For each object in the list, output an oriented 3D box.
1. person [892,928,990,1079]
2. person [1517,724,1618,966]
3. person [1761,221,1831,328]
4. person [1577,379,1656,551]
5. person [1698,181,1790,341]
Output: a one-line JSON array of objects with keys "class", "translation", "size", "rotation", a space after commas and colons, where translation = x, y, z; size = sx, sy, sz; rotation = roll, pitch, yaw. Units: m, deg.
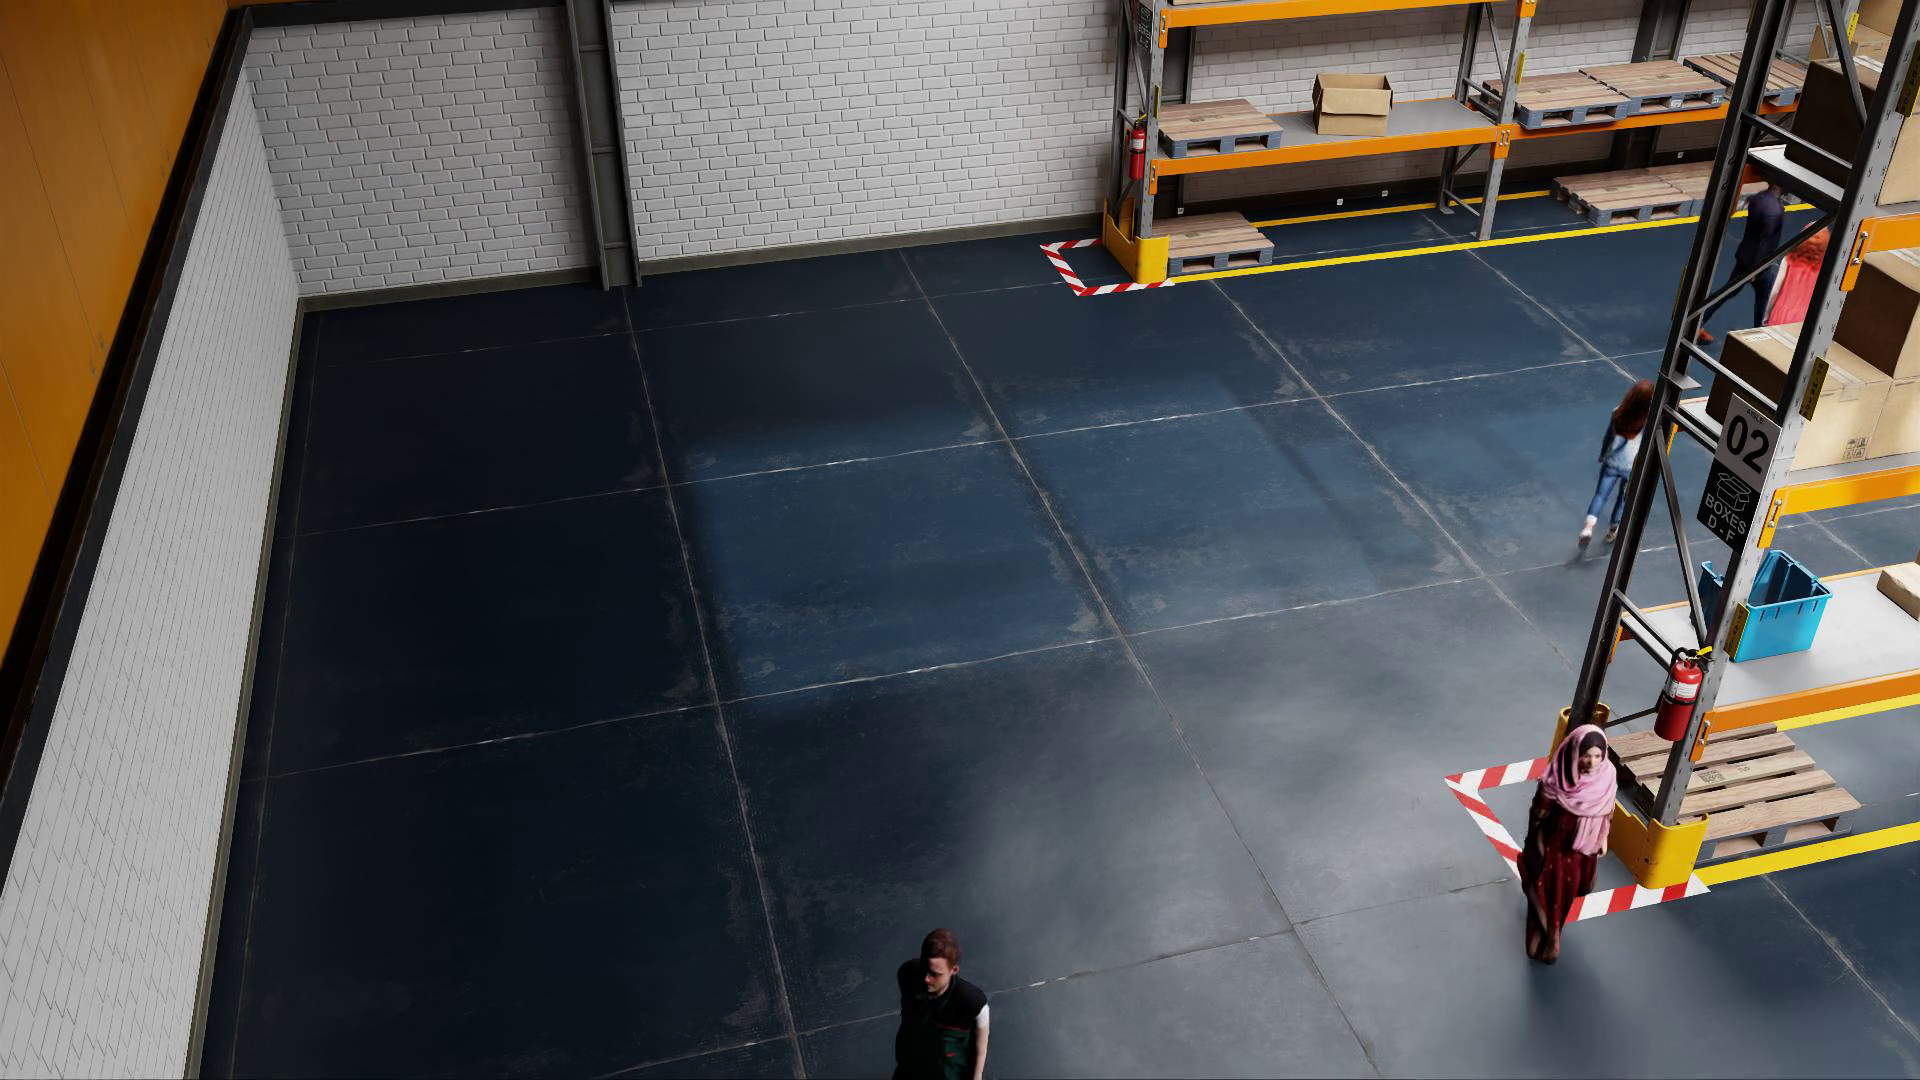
[{"class": "person", "translation": [-0.067, 2.485, 7.977], "size": [0.839, 1.825, 0.900], "rotation": [18, 38, 25]}, {"class": "person", "translation": [3.404, 1.638, 9.437], "size": [0.835, 1.618, 0.749], "rotation": [-5, 34, -7]}, {"class": "person", "translation": [7.295, -1.918, 14.601], "size": [0.670, 1.826, 0.712], "rotation": [21, 39, 29]}, {"class": "person", "translation": [5.091, -0.555, 12.877], "size": [0.827, 1.464, 0.950], "rotation": [27, 42, 34]}, {"class": "person", "translation": [7.412, -2.631, 15.717], "size": [1.291, 1.777, 1.025], "rotation": [5, 34, 7]}]
